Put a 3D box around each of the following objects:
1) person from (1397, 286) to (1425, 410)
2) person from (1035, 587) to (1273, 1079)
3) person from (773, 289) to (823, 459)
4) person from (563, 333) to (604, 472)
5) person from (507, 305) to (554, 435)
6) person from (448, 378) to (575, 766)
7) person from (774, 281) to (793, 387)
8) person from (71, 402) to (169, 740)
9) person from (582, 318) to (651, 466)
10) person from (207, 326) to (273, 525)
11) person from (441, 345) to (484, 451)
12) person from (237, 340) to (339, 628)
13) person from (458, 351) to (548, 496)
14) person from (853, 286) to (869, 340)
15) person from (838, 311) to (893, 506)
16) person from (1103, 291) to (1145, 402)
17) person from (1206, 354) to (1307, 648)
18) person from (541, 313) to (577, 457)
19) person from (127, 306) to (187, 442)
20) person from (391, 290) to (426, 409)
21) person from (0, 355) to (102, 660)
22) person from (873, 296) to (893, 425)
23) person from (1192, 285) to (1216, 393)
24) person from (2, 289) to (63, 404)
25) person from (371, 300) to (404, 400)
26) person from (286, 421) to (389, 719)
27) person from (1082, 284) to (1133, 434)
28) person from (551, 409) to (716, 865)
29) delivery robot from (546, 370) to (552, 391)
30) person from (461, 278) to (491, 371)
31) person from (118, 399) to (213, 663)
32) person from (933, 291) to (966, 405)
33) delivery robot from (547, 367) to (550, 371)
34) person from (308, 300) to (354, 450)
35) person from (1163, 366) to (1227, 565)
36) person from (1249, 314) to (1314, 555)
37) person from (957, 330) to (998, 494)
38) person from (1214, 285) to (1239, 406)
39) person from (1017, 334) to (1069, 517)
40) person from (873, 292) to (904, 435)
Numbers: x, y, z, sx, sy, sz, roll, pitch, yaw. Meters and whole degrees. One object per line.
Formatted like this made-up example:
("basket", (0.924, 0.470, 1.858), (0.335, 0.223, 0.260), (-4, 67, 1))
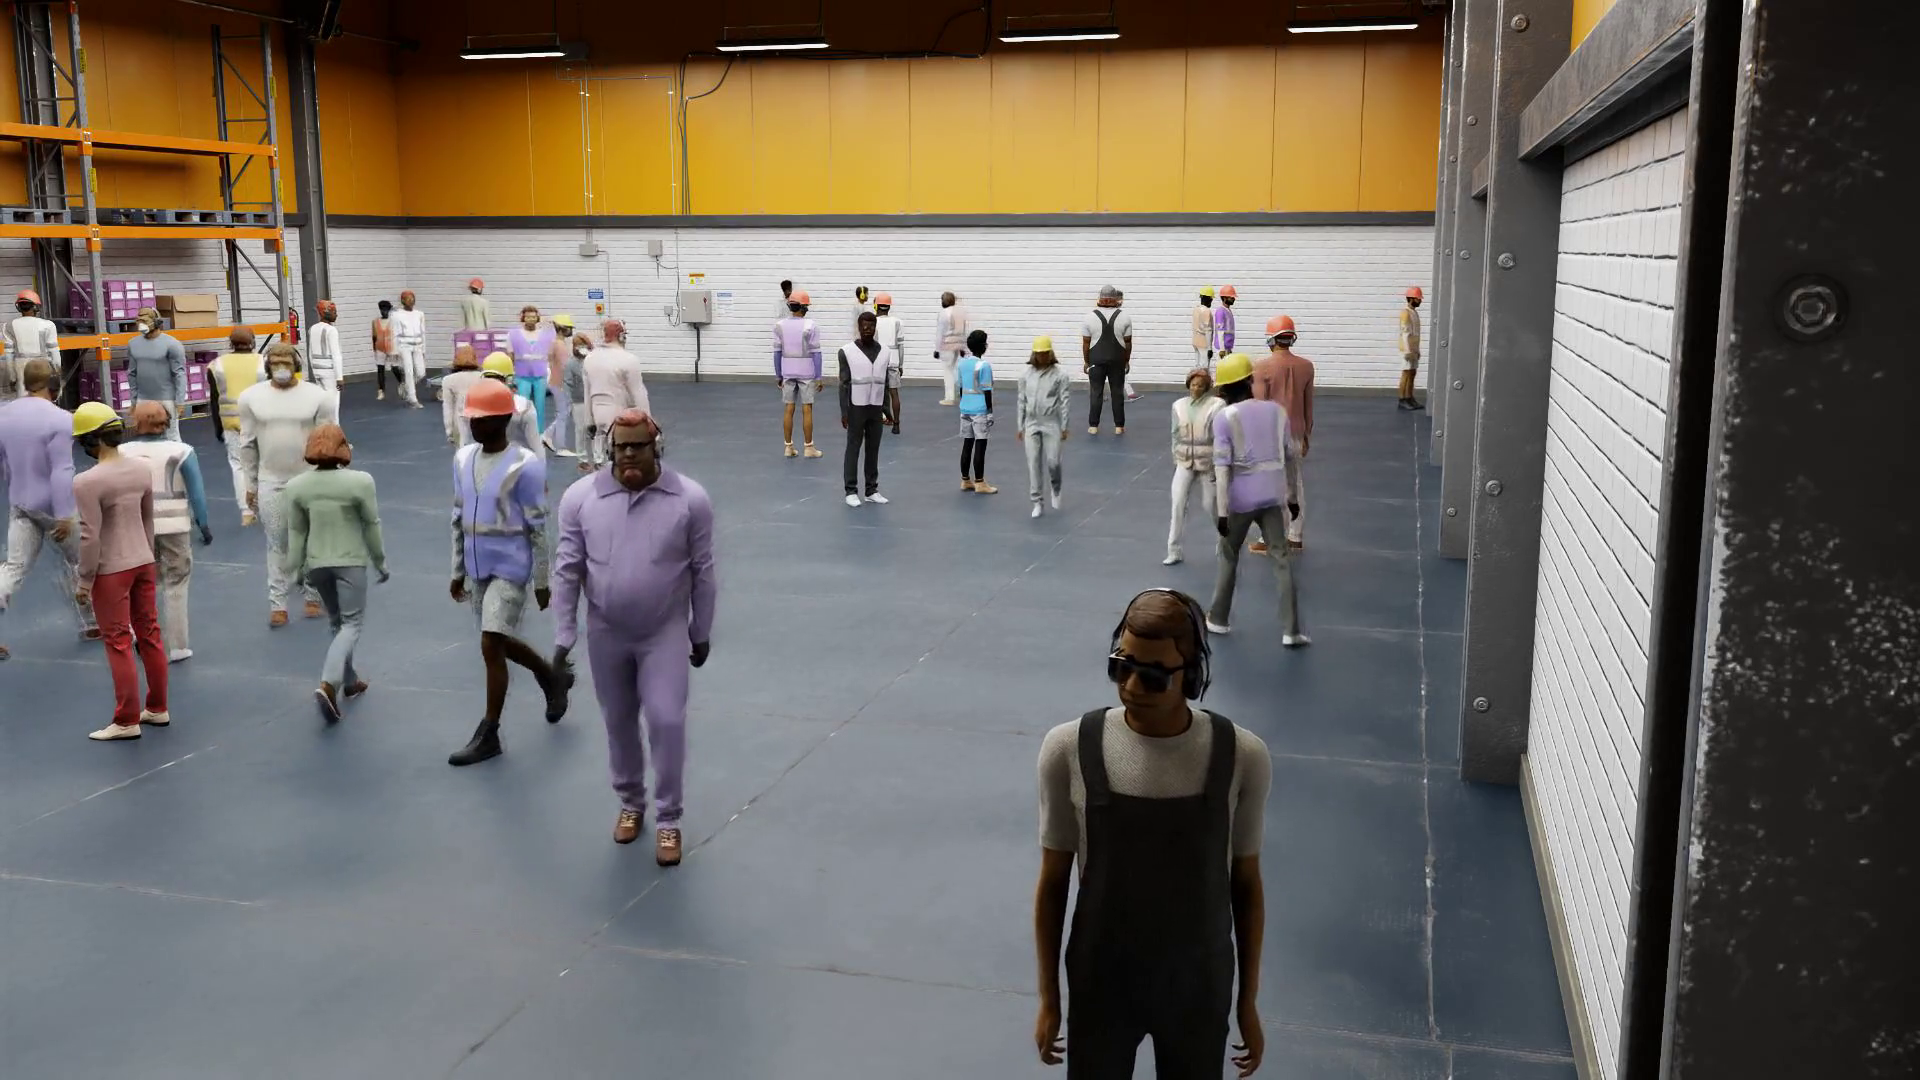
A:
("person", (7.058, -2.992, 26.009), (0.370, 1.932, 0.544), (7, 12, 35))
("person", (0.417, 1.001, 3.646), (0.506, 1.842, 0.342), (1, 10, 3))
("person", (-1.930, -1.992, 20.024), (0.616, 2.041, 0.379), (4, 11, 20))
("person", (-4.222, -1.539, 18.736), (0.517, 1.577, 0.699), (-6, 12, -30))
("person", (-5.319, -2.003, 20.668), (0.590, 1.831, 0.437), (-4, 11, -20))
("person", (-2.290, 0.121, 8.442), (0.550, 1.914, 0.875), (6, 12, 31))
("person", (-3.111, -3.740, 30.274), (0.371, 1.934, 0.635), (7, 12, 34))
("person", (-4.386, 0.162, 8.634), (0.325, 1.760, 0.523), (2, 10, 12))
("person", (-3.126, -1.105, 15.434), (0.662, 1.884, 0.647), (8, 13, 37))
("person", (-6.558, -1.054, 15.323), (0.626, 1.825, 0.489), (-3, 10, -14))
("person", (-4.812, -1.116, 16.349), (0.505, 1.602, 0.850), (-3, 11, -18))
("person", (-4.542, -0.392, 11.286), (0.628, 1.939, 0.416), (-3, 10, -17))
("person", (-3.384, -0.493, 12.292), (0.607, 1.791, 0.948), (1, 10, 8))
("person", (-1.693, -3.550, 29.380), (0.458, 1.853, 0.550), (-1, 10, -7))
("person", (-0.940, -1.299, 16.467), (0.590, 1.914, 0.386), (-7, 12, -36))
("person", (2.590, -3.148, 27.179), (0.927, 1.819, 0.564), (7, 12, 33))
("person", (1.924, -0.259, 10.734), (0.699, 1.870, 0.783), (-4, 11, -23))
("person", (-4.846, -1.870, 20.187), (0.425, 1.751, 0.544), (-2, 10, -10))
("person", (-8.267, -1.430, 17.134), (0.627, 1.941, 0.374), (2, 10, 11))
("person", (-8.717, -3.011, 26.294), (0.566, 1.867, 0.581), (9, 14, 42))
("person", (-5.779, -0.206, 10.396), (0.637, 1.893, 1.058), (3, 10, 17))
("person", (-1.130, -2.545, 23.670), (0.329, 1.865, 0.516), (8, 13, 40))
("person", (3.937, -3.137, 26.836), (0.365, 1.927, 0.587), (-3, 10, -15))
("person", (-11.141, -1.990, 20.038), (0.605, 2.035, 0.385), (-3, 10, -14))
("person", (-9.534, -3.177, 27.788), (0.561, 1.671, 0.555), (0, 10, -1))
("person", (-3.444, 0.152, 9.118), (0.495, 1.606, 0.777), (1, 10, 5))
("person", (2.000, -2.469, 22.729), (0.682, 2.000, 0.537), (0, 10, 1))
("person", (-1.364, 0.403, 6.936), (0.659, 1.883, 0.762), (0, 10, -2))
("delivery robot", (-6.843, -2.726, 28.127), (0.707, 0.478, 0.477), (0, 10, 3))
("person", (-9.008, -3.871, 30.877), (0.613, 1.974, 0.698), (4, 11, 22))
("person", (-4.907, -0.049, 10.214), (0.527, 1.625, 0.371), (0, 10, -2))
("person", (-0.173, -3.083, 26.817), (0.434, 1.829, 0.640), (6, 12, 31))
("delivery robot", (-7.191, -2.818, 28.646), (0.477, 0.478, 0.707), (9, 14, 43))
("person", (-7.902, -2.050, 20.800), (0.576, 1.883, 0.352), (8, 13, 39))
("person", (1.957, -0.621, 13.497), (0.508, 1.607, 0.765), (6, 12, 31))
("person", (2.641, -0.869, 13.799), (0.622, 1.992, 0.397), (-5, 11, -25))
("person", (0.180, -1.322, 17.207), (0.315, 1.696, 0.541), (-6, 12, -32))
("person", (4.242, -3.086, 26.519), (0.361, 1.938, 0.546), (4, 11, 21))
("person", (0.782, -1.084, 15.761), (0.490, 1.729, 0.405), (2, 10, 12))
("person", (-1.030, -2.396, 22.604), (0.543, 1.939, 0.361), (-3, 11, -17))
